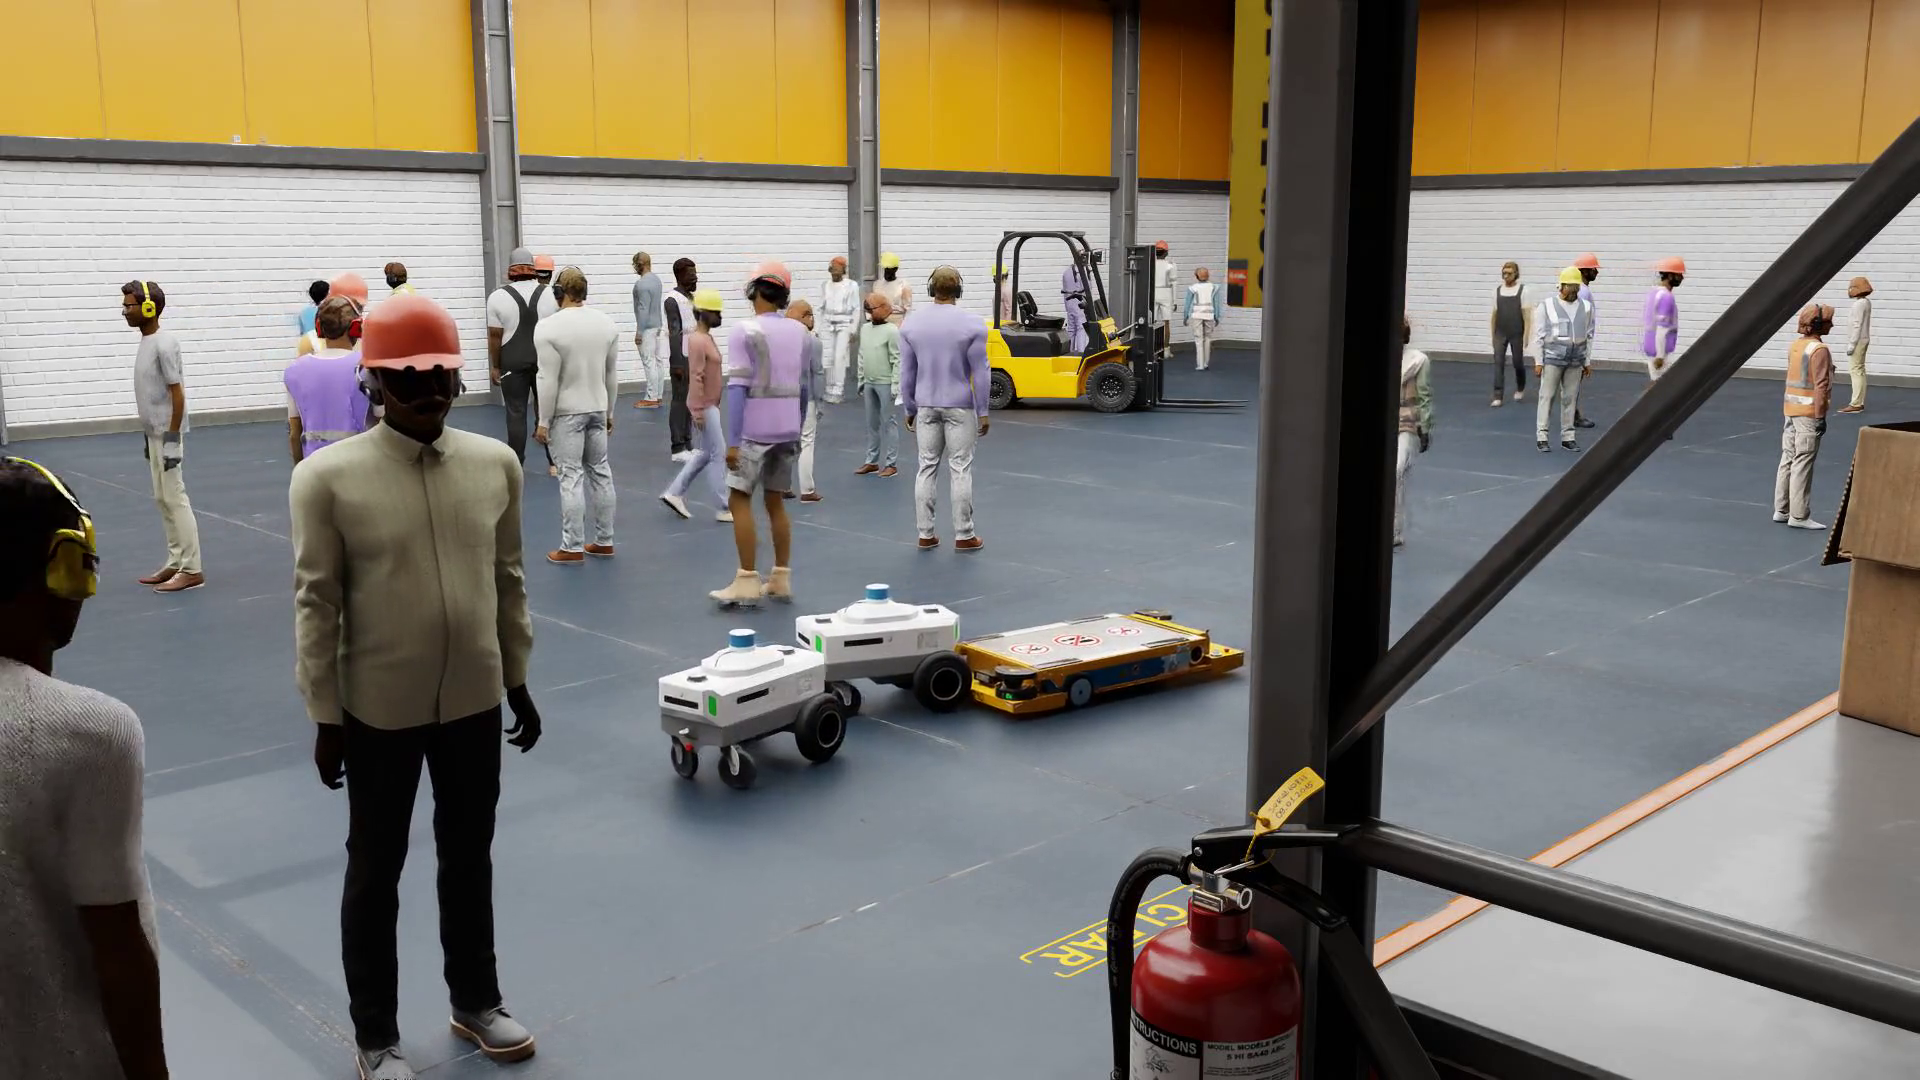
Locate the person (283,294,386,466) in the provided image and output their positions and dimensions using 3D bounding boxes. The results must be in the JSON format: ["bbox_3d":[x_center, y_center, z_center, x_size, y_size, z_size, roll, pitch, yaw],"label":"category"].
[{"bbox_3d":[-3.019,-0.282,8.210,0.564,1.847,0.390,1,10,7],"label":"person"}]

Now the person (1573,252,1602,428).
[{"bbox_3d":[6.937,-2.229,18.568,0.350,1.942,0.545,2,11,10],"label":"person"}]

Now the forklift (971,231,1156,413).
[{"bbox_3d":[1.222,-2.721,20.561,2.313,2.155,1.214,2,11,13],"label":"forklift"}]

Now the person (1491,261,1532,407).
[{"bbox_3d":[6.920,-2.590,20.877,0.516,1.827,0.787,7,12,32],"label":"person"}]

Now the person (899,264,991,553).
[{"bbox_3d":[-0.093,-0.875,11.191,0.635,1.939,0.360,4,11,19],"label":"person"}]

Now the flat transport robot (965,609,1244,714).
[{"bbox_3d":[0.616,0.557,7.932,1.431,0.197,0.652,-7,13,-36],"label":"flat transport robot"}]

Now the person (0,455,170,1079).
[{"bbox_3d":[-1.231,0.799,2.354,0.586,1.835,0.479,4,11,21],"label":"person"}]

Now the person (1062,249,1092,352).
[{"bbox_3d":[1.944,-3.755,26.983,0.406,1.910,0.639,-7,12,-32],"label":"person"}]

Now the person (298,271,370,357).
[{"bbox_3d":[-3.660,-0.648,9.986,0.567,1.921,0.638,-5,12,-26],"label":"person"}]

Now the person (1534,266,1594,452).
[{"bbox_3d":[5.960,-1.774,16.414,0.600,1.831,0.412,-1,10,-5],"label":"person"}]

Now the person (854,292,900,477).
[{"bbox_3d":[-0.724,-1.372,14.735,0.285,1.633,0.498,-10,15,-44],"label":"person"}]

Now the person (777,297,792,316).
[{"bbox_3d":[-1.800,-1.842,16.710,0.429,1.849,0.546,2,11,10],"label":"person"}]

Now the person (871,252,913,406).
[{"bbox_3d":[-0.862,-2.632,20.934,0.618,1.937,0.406,7,12,33],"label":"person"}]

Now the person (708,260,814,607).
[{"bbox_3d":[-1.146,-0.622,9.674,0.461,1.989,0.728,8,13,38],"label":"person"}]

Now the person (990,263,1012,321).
[{"bbox_3d":[0.563,-2.894,22.702,0.328,1.759,0.524,-3,11,-16],"label":"person"}]

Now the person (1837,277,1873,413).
[{"bbox_3d":[10.824,-2.354,20.090,0.283,1.632,0.506,9,14,40],"label":"person"}]

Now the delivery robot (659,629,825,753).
[{"bbox_3d":[-0.869,0.601,6.665,0.477,0.478,0.707,7,13,35],"label":"delivery robot"}]

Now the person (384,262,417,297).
[{"bbox_3d":[-6.168,-2.141,18.376,0.430,1.840,0.621,-2,11,-8],"label":"person"}]

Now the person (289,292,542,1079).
[{"bbox_3d":[-1.327,0.387,4.156,0.613,1.994,0.395,-10,14,-43],"label":"person"}]

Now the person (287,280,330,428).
[{"bbox_3d":[-6.829,-1.916,17.629,0.536,1.665,0.802,3,11,18],"label":"person"}]

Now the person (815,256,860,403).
[{"bbox_3d":[-1.559,-2.671,21.196,0.629,1.854,0.421,6,12,28],"label":"person"}]

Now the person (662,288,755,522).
[{"bbox_3d":[-1.904,-0.993,12.373,0.702,1.748,0.534,0,10,1],"label":"person"}]

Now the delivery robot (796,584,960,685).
[{"bbox_3d":[-0.374,0.443,7.525,0.707,0.478,0.477,-4,11,-22],"label":"delivery robot"}]

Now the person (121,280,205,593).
[{"bbox_3d":[-4.801,-0.614,9.991,0.309,1.859,0.534,-8,13,-38],"label":"person"}]

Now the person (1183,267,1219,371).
[{"bbox_3d":[3.796,-3.507,26.378,0.545,1.617,0.634,-2,11,-9],"label":"person"}]

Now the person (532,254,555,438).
[{"bbox_3d":[-4.346,-2.029,17.489,0.551,1.936,0.357,-3,11,-16],"label":"person"}]

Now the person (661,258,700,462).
[{"bbox_3d":[-2.622,-1.710,15.804,0.393,1.920,0.591,1,10,8],"label":"person"}]

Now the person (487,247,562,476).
[{"bbox_3d":[-3.832,-1.573,14.724,0.674,2.000,0.535,-4,11,-21],"label":"person"}]

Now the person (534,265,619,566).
[{"bbox_3d":[-2.486,-0.801,10.799,0.370,1.938,0.639,8,13,38],"label":"person"}]

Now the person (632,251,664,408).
[{"bbox_3d":[-3.875,-2.597,20.603,0.372,1.934,0.627,1,10,7],"label":"person"}]

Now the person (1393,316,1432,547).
[{"bbox_3d":[2.842,-0.711,11.164,0.535,1.609,0.690,9,14,41],"label":"person"}]

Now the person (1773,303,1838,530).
[{"bbox_3d":[6.186,-0.902,12.161,0.307,1.638,0.525,1,10,4],"label":"person"}]

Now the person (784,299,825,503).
[{"bbox_3d":[-1.295,-1.106,13.313,0.500,1.627,0.277,5,12,27],"label":"person"}]

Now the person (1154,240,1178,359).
[{"bbox_3d":[3.478,-4.171,28.890,0.615,2.038,0.395,3,11,17],"label":"person"}]

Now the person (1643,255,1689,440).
[{"bbox_3d":[7.317,-1.979,17.267,0.395,1.925,0.547,1,10,8],"label":"person"}]
